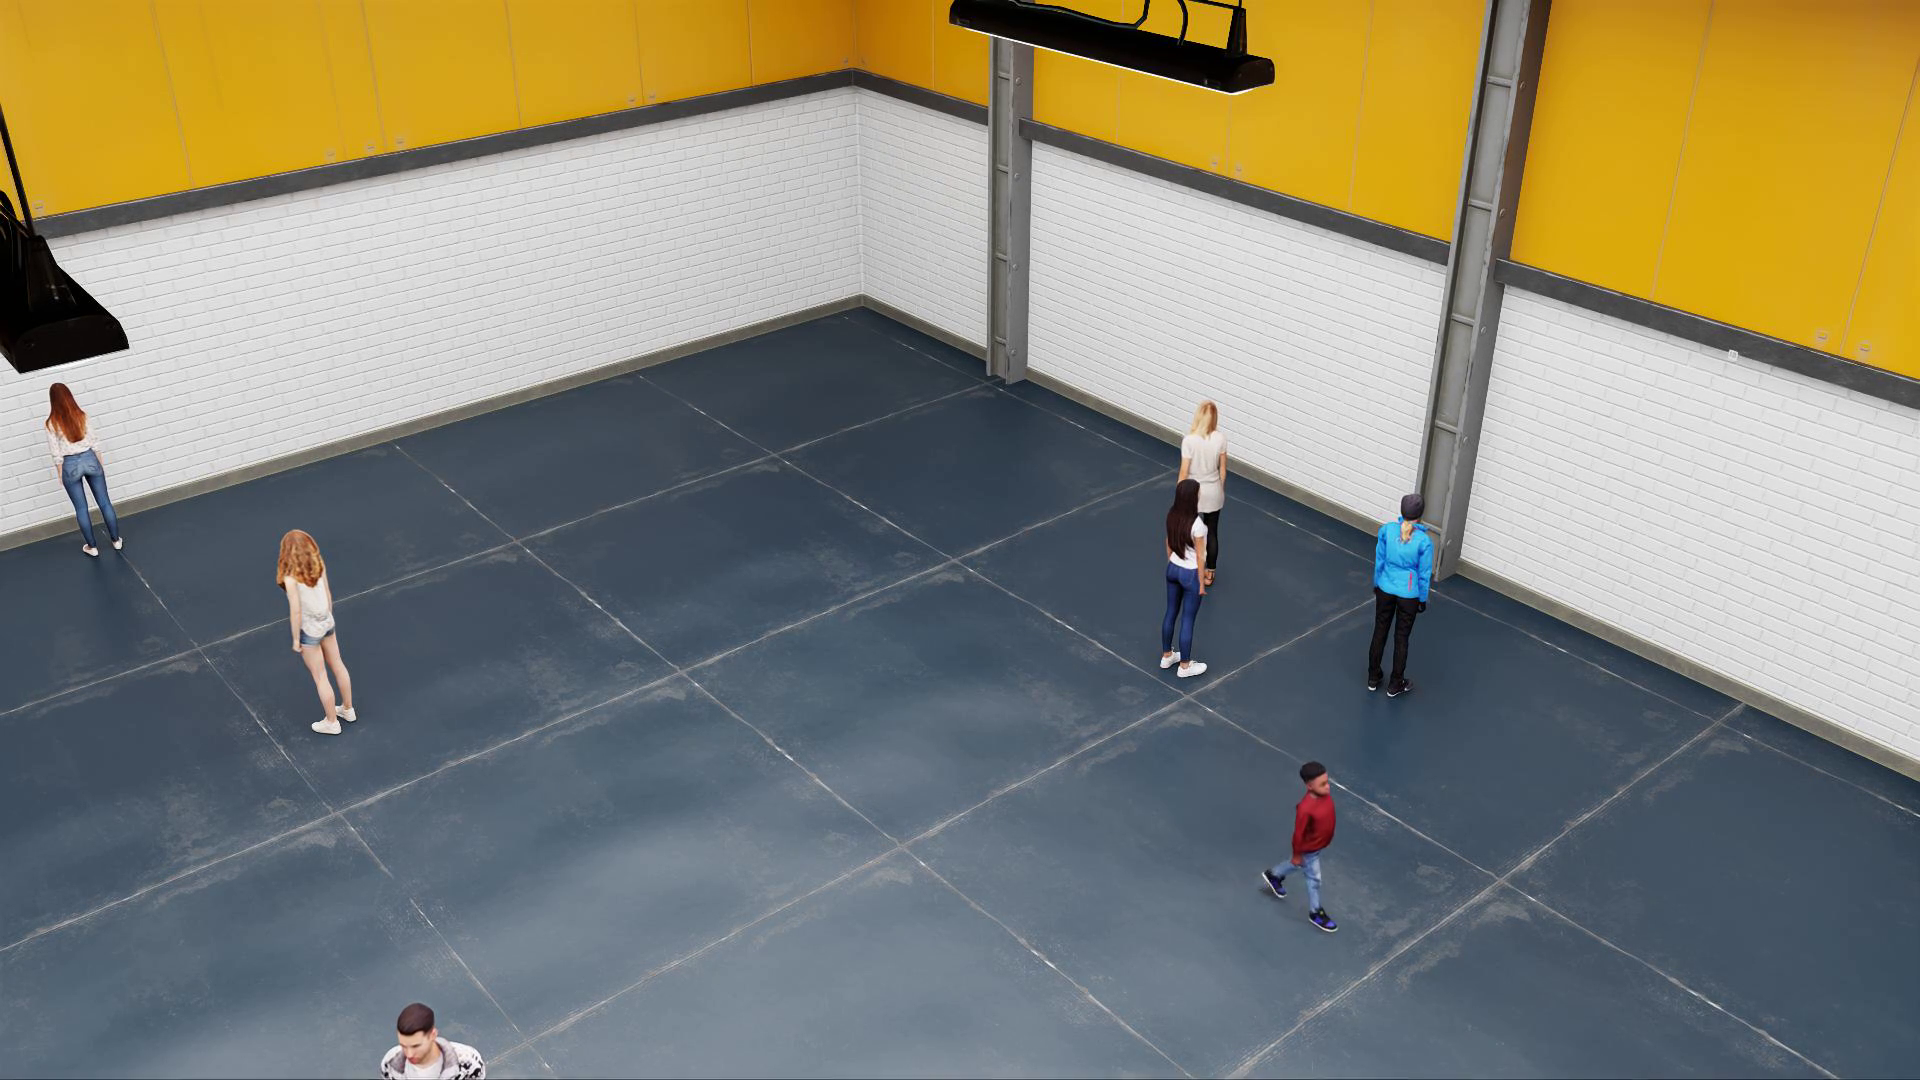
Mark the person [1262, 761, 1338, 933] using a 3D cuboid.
[{"bbox_3d":[2.293,1.988,11.124,0.885,1.239,0.611,21,35,33],"label":"person"}]

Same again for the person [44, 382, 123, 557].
[{"bbox_3d":[-8.184,-0.669,15.486,0.570,1.728,0.502,-21,35,-34],"label":"person"}]

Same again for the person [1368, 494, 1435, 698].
[{"bbox_3d":[3.531,0.432,13.394,0.516,1.797,0.716,21,35,33],"label":"person"}]

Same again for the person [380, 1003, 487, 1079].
[{"bbox_3d":[-2.632,3.070,8.494,0.765,1.860,0.795,0,29,-1],"label":"person"}]

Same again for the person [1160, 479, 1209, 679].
[{"bbox_3d":[1.838,0.304,13.652,0.664,1.775,0.479,-18,33,-29],"label":"person"}]

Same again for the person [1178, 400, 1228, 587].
[{"bbox_3d":[2.168,-0.402,14.893,0.687,1.826,0.693,-5,29,-8],"label":"person"}]

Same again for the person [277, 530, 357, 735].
[{"bbox_3d":[-4.990,0.709,12.926,0.654,1.759,0.646,12,31,20],"label":"person"}]
